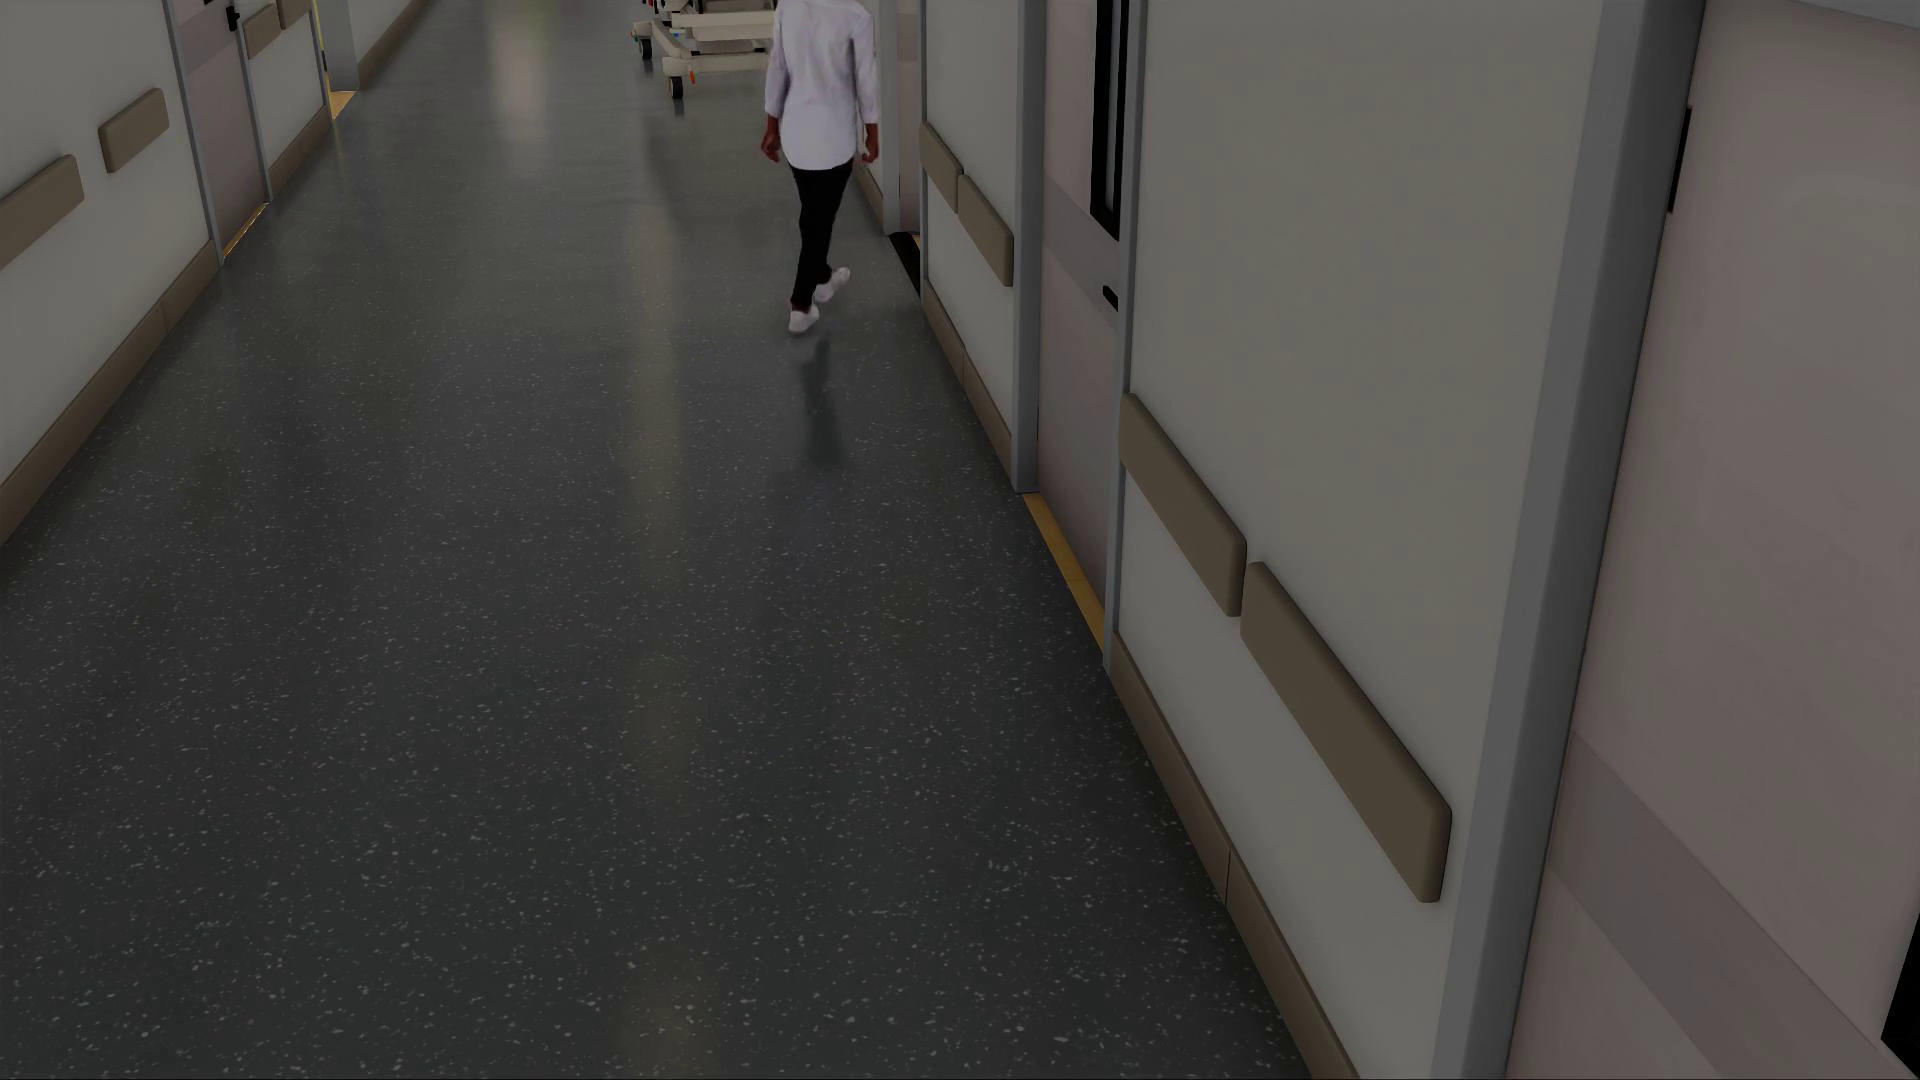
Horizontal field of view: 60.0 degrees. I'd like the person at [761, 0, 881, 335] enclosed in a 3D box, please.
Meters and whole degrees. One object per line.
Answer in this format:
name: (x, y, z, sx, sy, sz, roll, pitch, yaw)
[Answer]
person: (-0.644, -1.770, 7.279, 0.993, 1.777, 1.001, 9, 27, 17)
